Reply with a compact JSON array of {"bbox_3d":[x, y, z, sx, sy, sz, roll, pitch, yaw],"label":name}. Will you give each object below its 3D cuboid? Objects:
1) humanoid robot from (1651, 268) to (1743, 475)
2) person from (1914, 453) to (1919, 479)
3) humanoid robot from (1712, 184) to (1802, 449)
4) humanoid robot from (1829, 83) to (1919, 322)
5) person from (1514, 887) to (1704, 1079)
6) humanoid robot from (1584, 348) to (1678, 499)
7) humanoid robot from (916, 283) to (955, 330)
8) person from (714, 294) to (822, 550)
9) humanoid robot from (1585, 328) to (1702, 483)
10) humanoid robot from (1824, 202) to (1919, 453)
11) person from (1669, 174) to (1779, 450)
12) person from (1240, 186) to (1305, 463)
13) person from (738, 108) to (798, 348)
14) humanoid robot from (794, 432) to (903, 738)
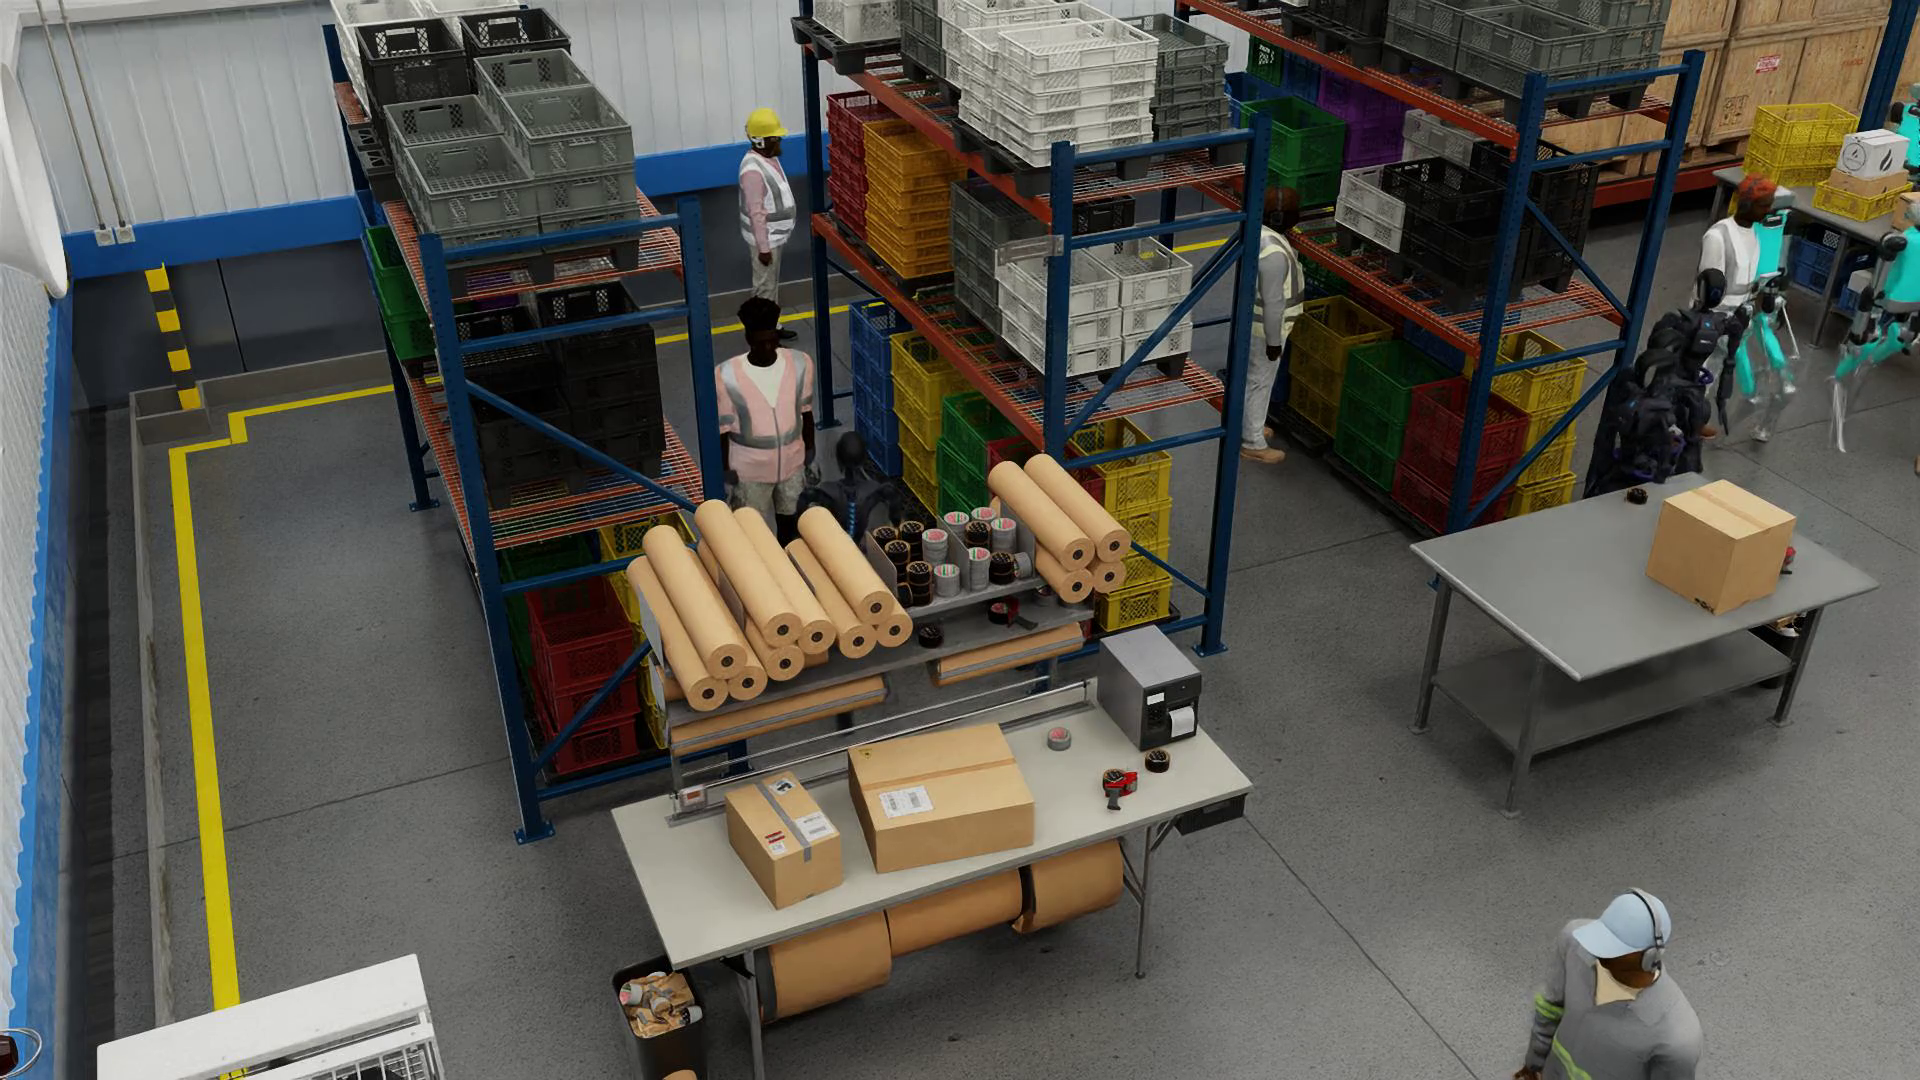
[{"bbox_3d":[4.319,-0.835,9.974,0.600,1.644,0.363,1,32,1],"label":"humanoid robot"},{"bbox_3d":[6.479,-1.251,10.325,0.604,2.036,0.408,9,33,14],"label":"person"},{"bbox_3d":[5.238,-1.312,10.772,0.530,1.844,0.803,-13,34,-20],"label":"humanoid robot"},{"bbox_3d":[6.976,-2.565,12.730,0.884,1.763,0.597,-12,34,-18],"label":"humanoid robot"},{"bbox_3d":[2.046,1.854,5.450,0.401,1.851,0.590,-13,34,-19],"label":"person"},{"bbox_3d":[3.646,-0.275,9.075,0.331,1.652,0.589,-7,32,-12],"label":"humanoid robot"},{"bbox_3d":[-0.192,-2.238,12.104,0.731,1.687,0.530,-18,36,-27],"label":"humanoid robot"},{"bbox_3d":[-1.037,-0.415,9.028,0.607,1.964,0.367,-16,35,-24],"label":"person"},{"bbox_3d":[3.794,-0.401,9.274,0.353,1.656,0.612,-24,39,-33],"label":"humanoid robot"},{"bbox_3d":[5.997,-1.446,11.002,0.533,1.823,0.822,-3,32,-5],"label":"humanoid robot"},{"bbox_3d":[4.949,-1.462,10.822,0.581,1.879,0.378,-19,36,-28],"label":"person"},{"bbox_3d":[1.986,-1.397,10.739,0.429,1.842,0.633,-1,32,-2],"label":"person"},{"bbox_3d":[-1.385,-2.235,12.106,0.404,1.834,0.586,2,32,3],"label":"person"},{"bbox_3d":[-0.592,0.176,8.361,0.619,1.641,0.589,-5,32,-8],"label":"humanoid robot"}]
